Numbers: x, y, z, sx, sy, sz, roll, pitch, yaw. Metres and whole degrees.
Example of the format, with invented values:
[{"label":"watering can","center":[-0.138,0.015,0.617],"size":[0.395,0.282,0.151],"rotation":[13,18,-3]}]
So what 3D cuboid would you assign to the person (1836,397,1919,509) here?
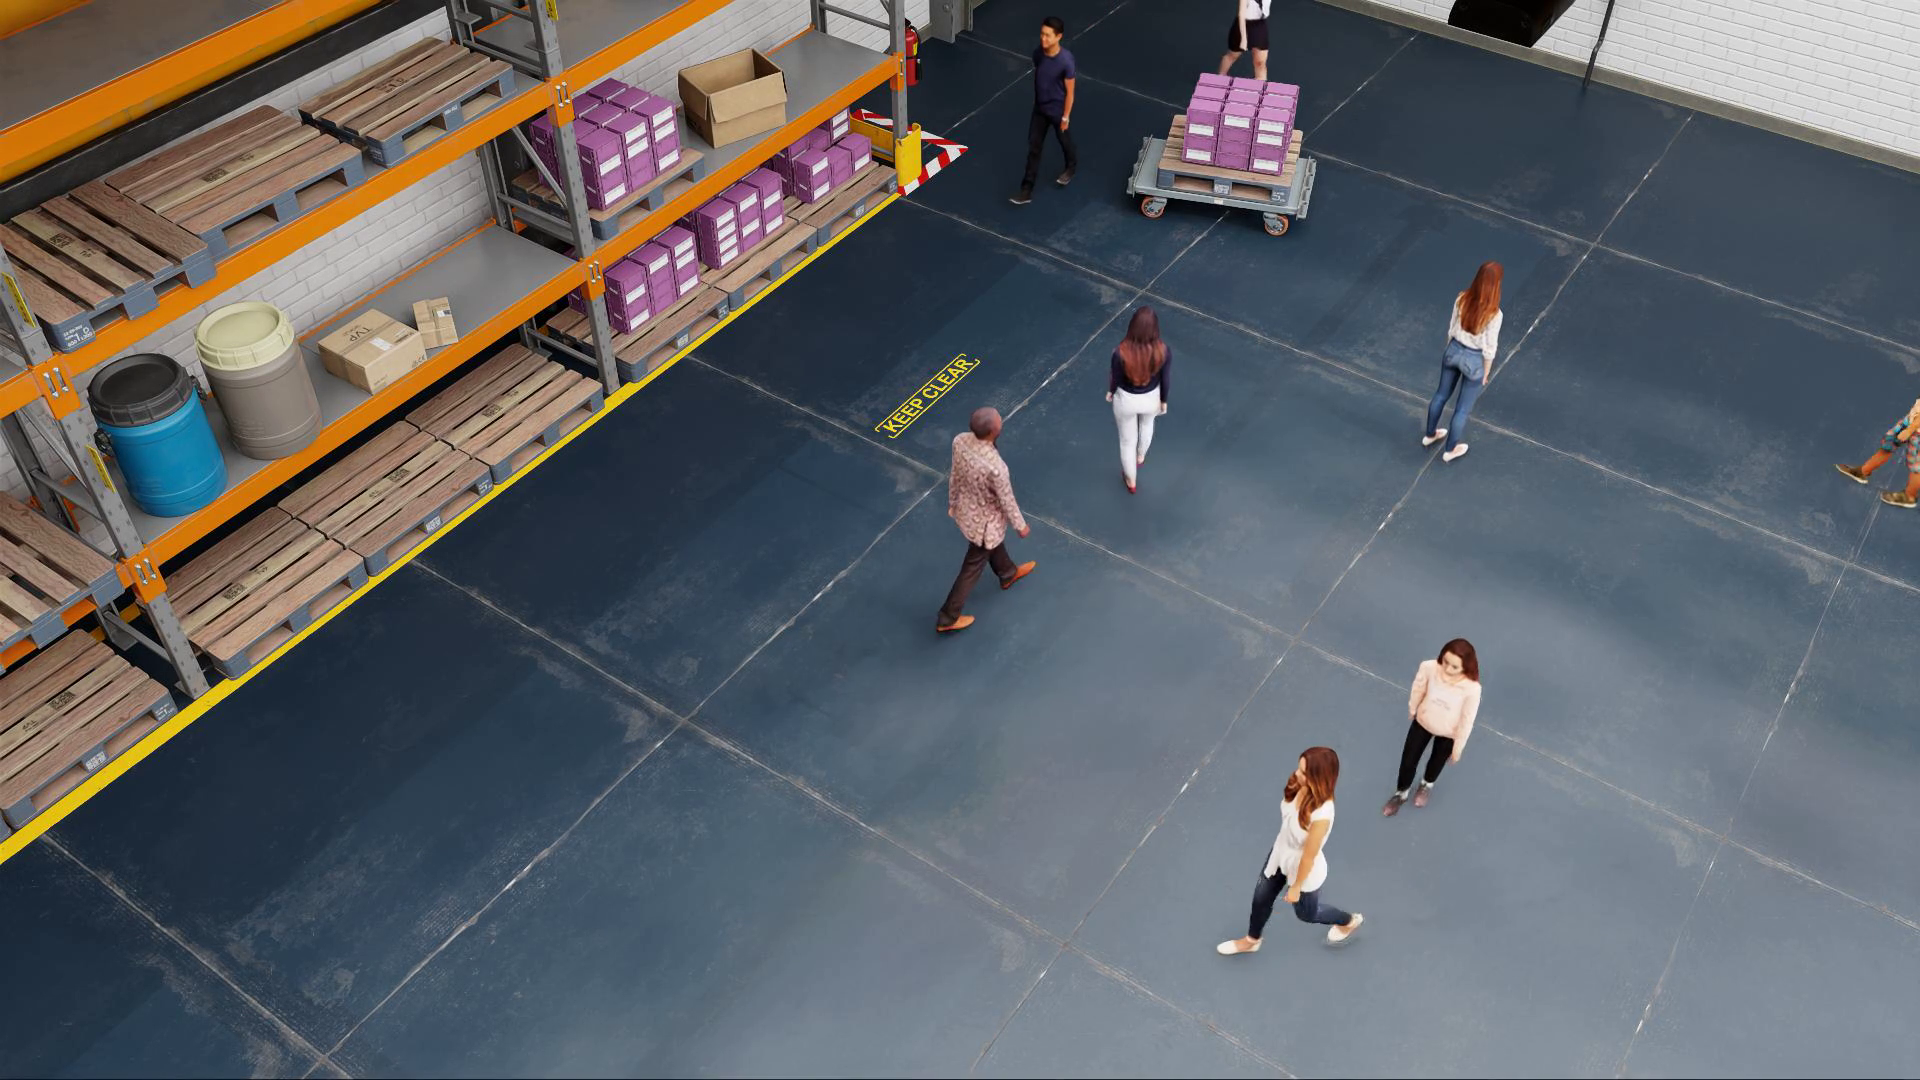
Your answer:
[{"label":"person","center":[7.113,-0.820,12.143],"size":[0.652,1.444,0.785],"rotation":[20,47,20]}]

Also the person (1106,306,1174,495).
[{"label":"person","center":[1.308,-0.982,12.204],"size":[0.794,1.594,0.858],"rotation":[-5,44,-5]}]

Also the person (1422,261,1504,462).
[{"label":"person","center":[3.795,-1.356,12.499],"size":[0.584,1.729,0.610],"rotation":[-32,52,-29]}]

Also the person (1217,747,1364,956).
[{"label":"person","center":[1.963,1.777,9.189],"size":[1.119,1.759,1.030],"rotation":[-10,44,-10]}]

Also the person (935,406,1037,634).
[{"label":"person","center":[0.082,-0.092,11.147],"size":[1.274,1.763,1.008],"rotation":[-22,48,-22]}]

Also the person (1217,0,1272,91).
[{"label":"person","center":[2.795,-5.032,16.451],"size":[1.091,1.599,0.913],"rotation":[-23,48,-22]}]

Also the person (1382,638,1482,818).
[{"label":"person","center":[2.942,1.088,10.124],"size":[0.569,1.466,0.655],"rotation":[24,49,23]}]

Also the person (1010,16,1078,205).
[{"label":"person","center":[0.909,-3.962,15.223],"size":[0.725,1.745,1.135],"rotation":[30,51,28]}]
